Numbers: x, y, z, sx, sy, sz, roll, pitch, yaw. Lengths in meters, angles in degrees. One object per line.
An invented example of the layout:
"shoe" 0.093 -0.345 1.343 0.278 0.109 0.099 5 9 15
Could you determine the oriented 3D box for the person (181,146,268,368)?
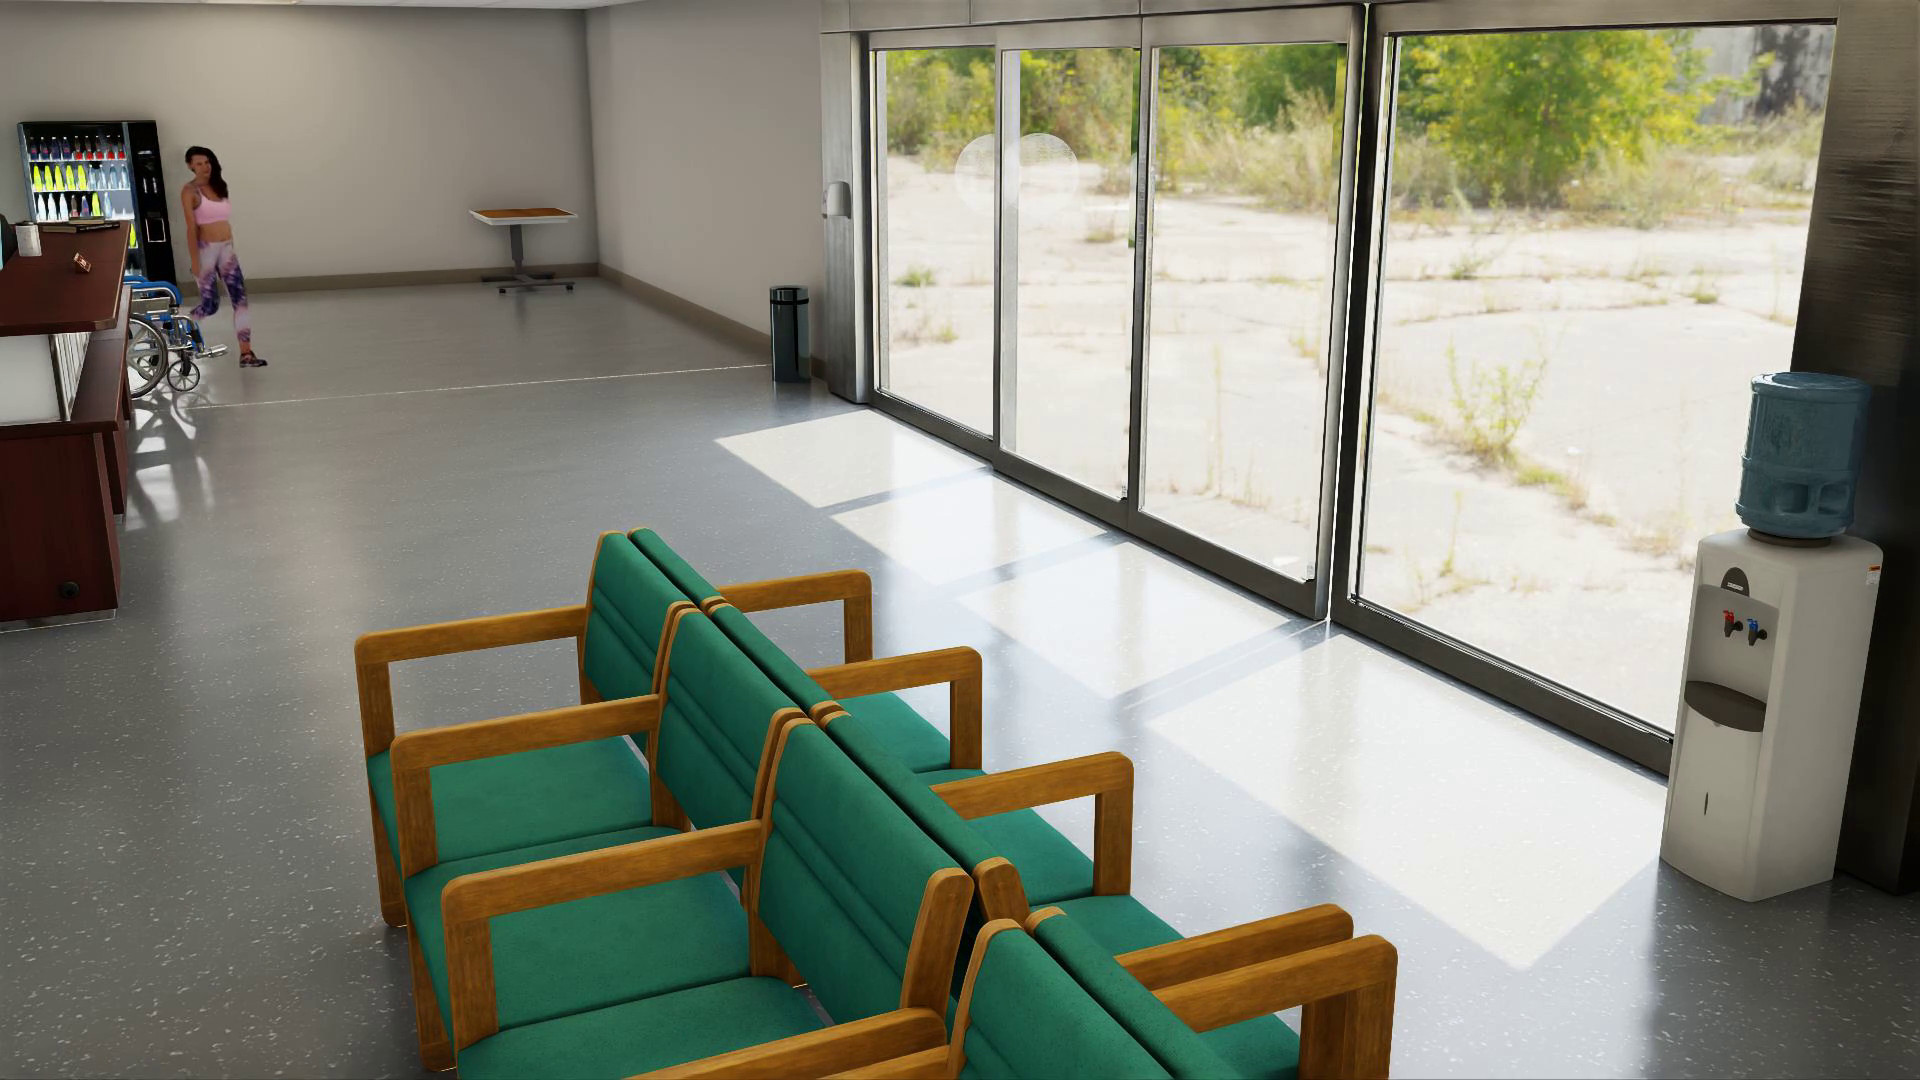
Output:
"person" -5.958 -2.196 13.106 1.072 1.743 1.037 5 17 17
